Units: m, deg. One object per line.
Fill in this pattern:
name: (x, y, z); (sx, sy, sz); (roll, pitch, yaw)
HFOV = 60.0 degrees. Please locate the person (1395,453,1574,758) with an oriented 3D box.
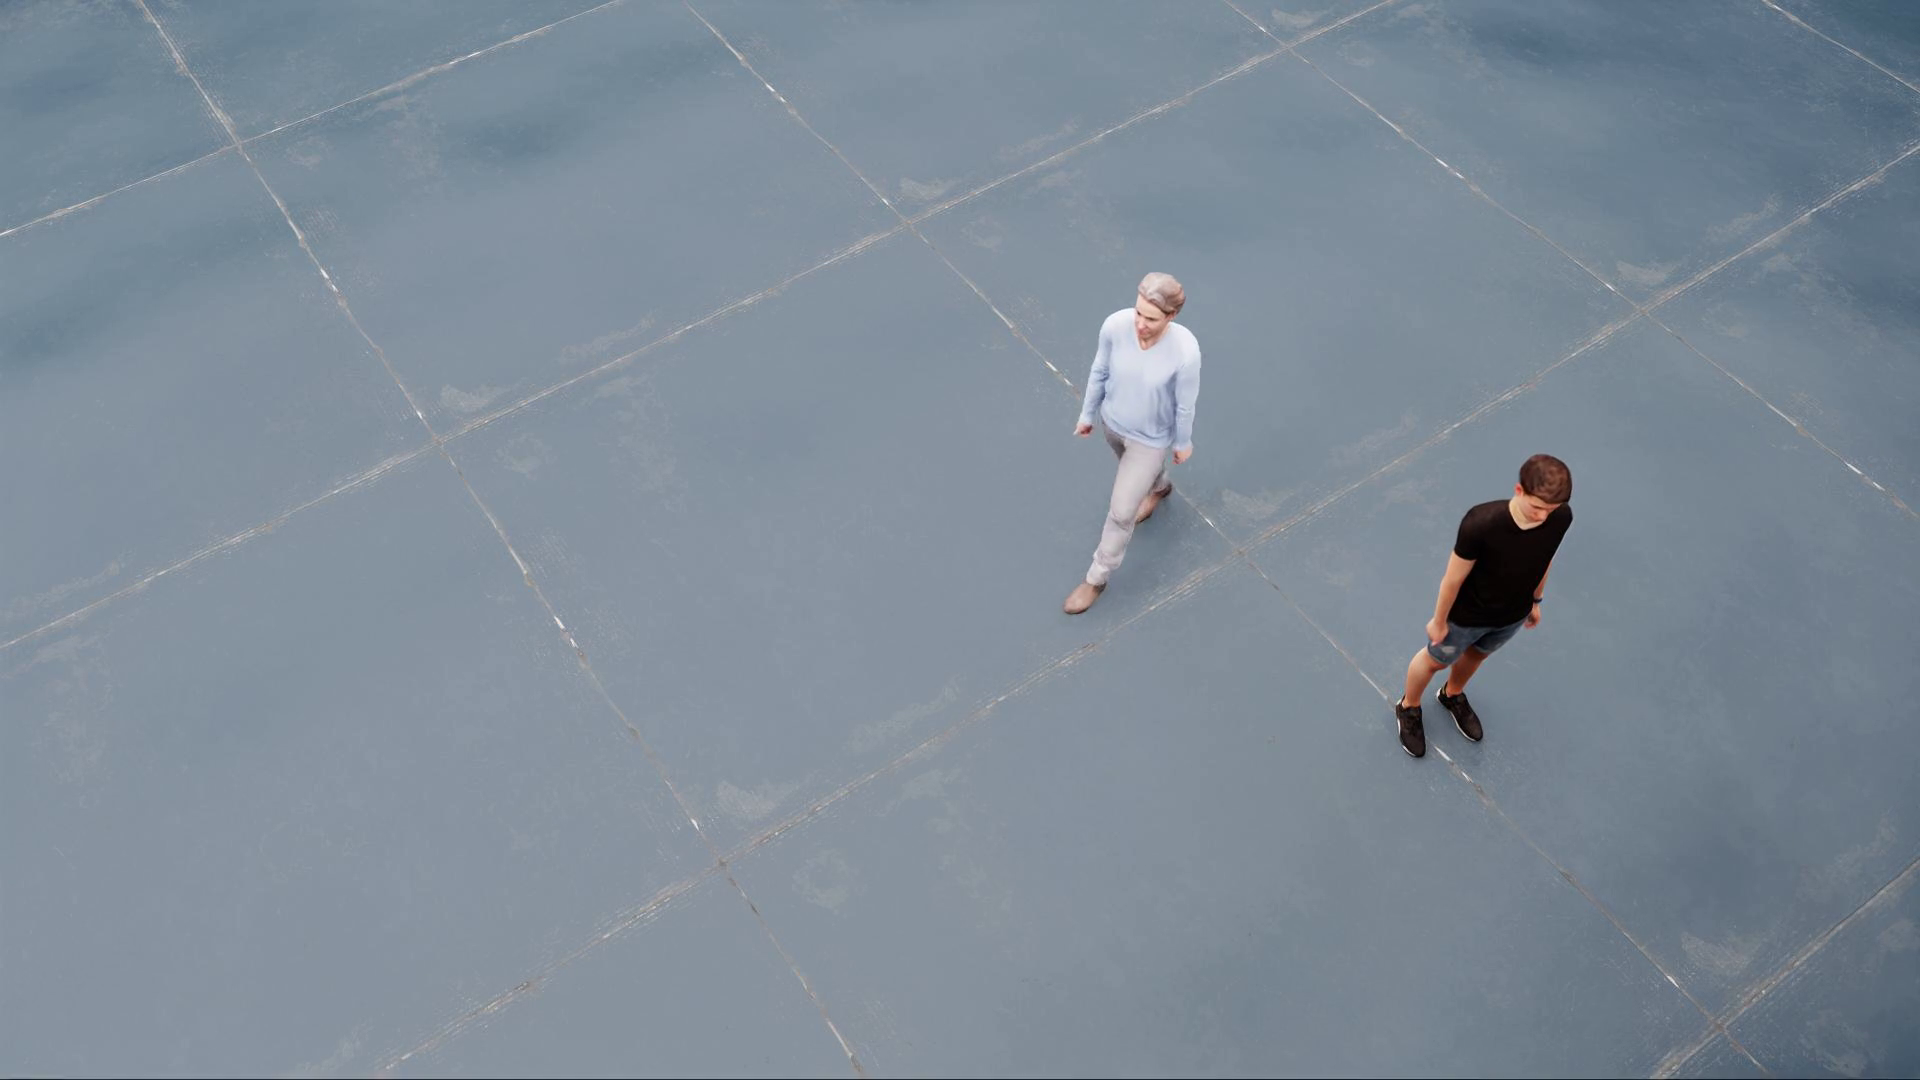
person: (2.221, 0.254, 7.048); (0.730, 1.846, 0.681); (-12, 53, -9)

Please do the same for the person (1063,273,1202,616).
person: (0.863, -0.566, 7.683); (1.231, 1.846, 0.963); (32, 59, 23)
